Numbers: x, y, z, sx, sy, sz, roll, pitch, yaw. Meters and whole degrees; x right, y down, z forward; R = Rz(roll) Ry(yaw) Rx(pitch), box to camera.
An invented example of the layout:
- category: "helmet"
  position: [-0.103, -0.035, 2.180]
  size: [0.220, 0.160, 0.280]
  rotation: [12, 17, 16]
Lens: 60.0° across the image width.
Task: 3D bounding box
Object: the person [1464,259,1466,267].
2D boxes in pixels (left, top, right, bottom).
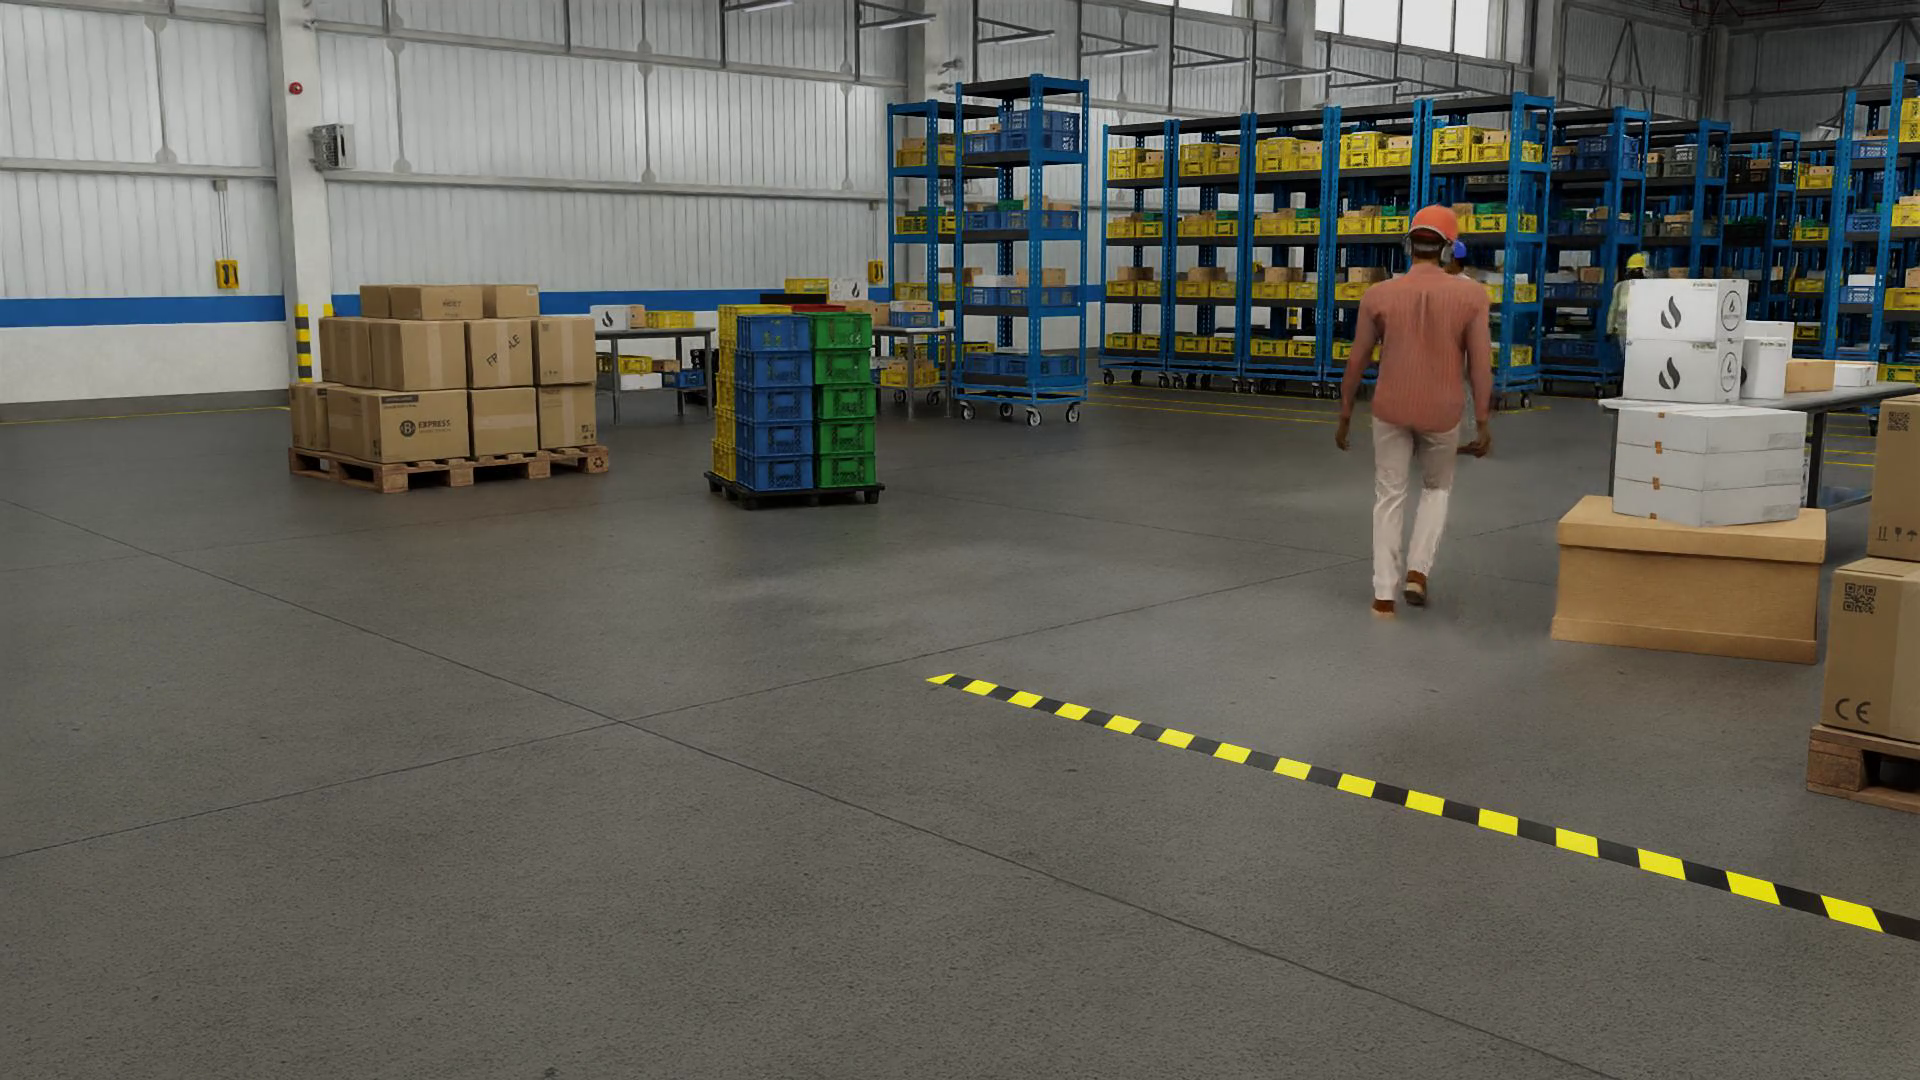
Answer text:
- category: "person"
  position: [8.777, -4.015, 28.916]
  size: [0.599, 1.829, 0.569]
  rotation: [7, 12, 36]

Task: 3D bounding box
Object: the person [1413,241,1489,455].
- category: "person"
  position: [4.261, -1.679, 14.661]
  size: [0.994, 1.891, 0.623]
  rotation: [1, 9, 4]

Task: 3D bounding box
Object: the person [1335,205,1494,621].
- category: "person"
  position: [2.154, -0.598, 7.936]
  size: [0.740, 1.964, 0.500]
  rotation: [3, 10, 15]

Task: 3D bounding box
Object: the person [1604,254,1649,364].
- category: "person"
  position: [8.137, -2.562, 20.233]
  size: [0.747, 1.802, 0.612]
  rotation: [-9, 13, -43]
